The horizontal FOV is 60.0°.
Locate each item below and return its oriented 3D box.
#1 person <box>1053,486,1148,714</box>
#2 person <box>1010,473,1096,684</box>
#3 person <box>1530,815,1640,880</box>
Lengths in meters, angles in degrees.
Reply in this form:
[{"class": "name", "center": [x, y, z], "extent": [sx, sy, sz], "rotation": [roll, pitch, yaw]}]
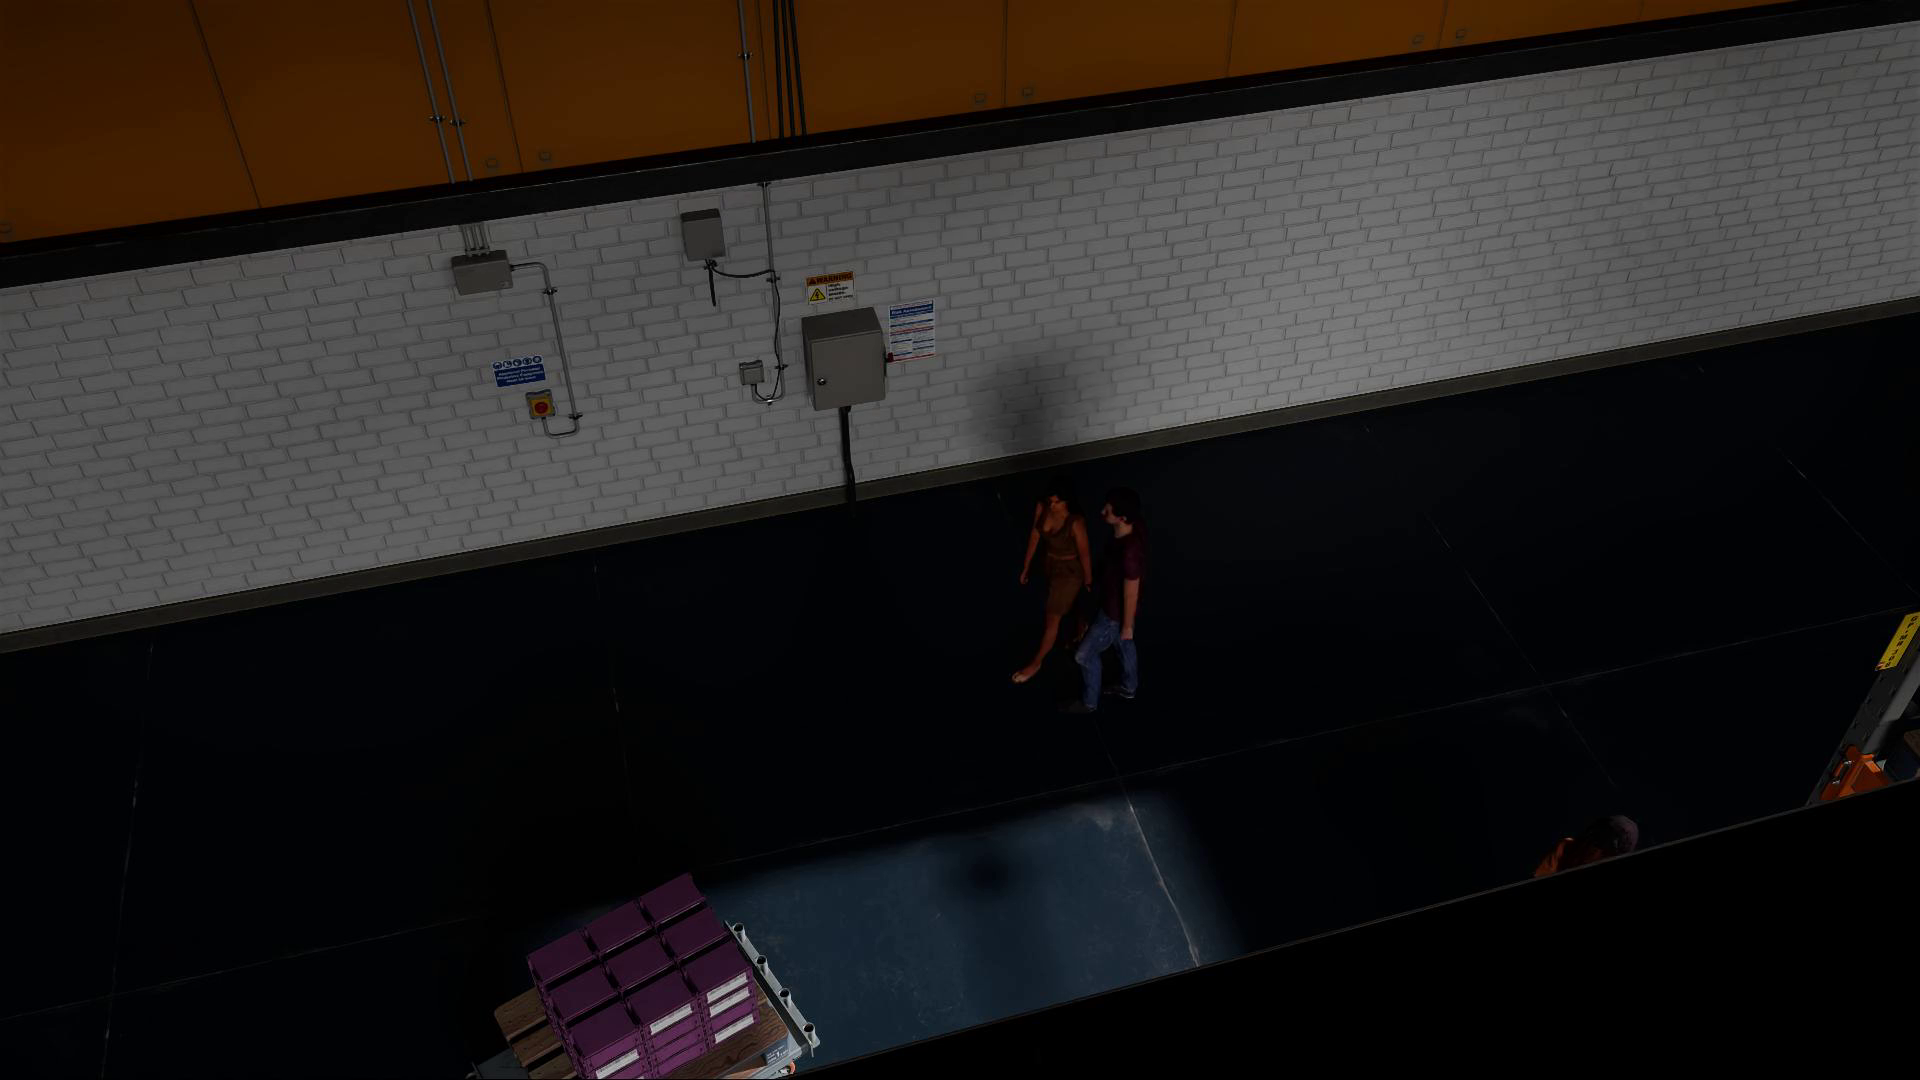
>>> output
[{"class": "person", "center": [1.062, 0.372, 10.366], "extent": [0.884, 1.835, 0.837], "rotation": [6, 44, 6]}, {"class": "person", "center": [0.714, 0.158, 10.725], "extent": [0.861, 1.649, 0.961], "rotation": [-28, 50, -26]}, {"class": "person", "center": [3.122, 2.069, 8.696], "extent": [1.065, 1.683, 1.124], "rotation": [17, 46, 17]}]
